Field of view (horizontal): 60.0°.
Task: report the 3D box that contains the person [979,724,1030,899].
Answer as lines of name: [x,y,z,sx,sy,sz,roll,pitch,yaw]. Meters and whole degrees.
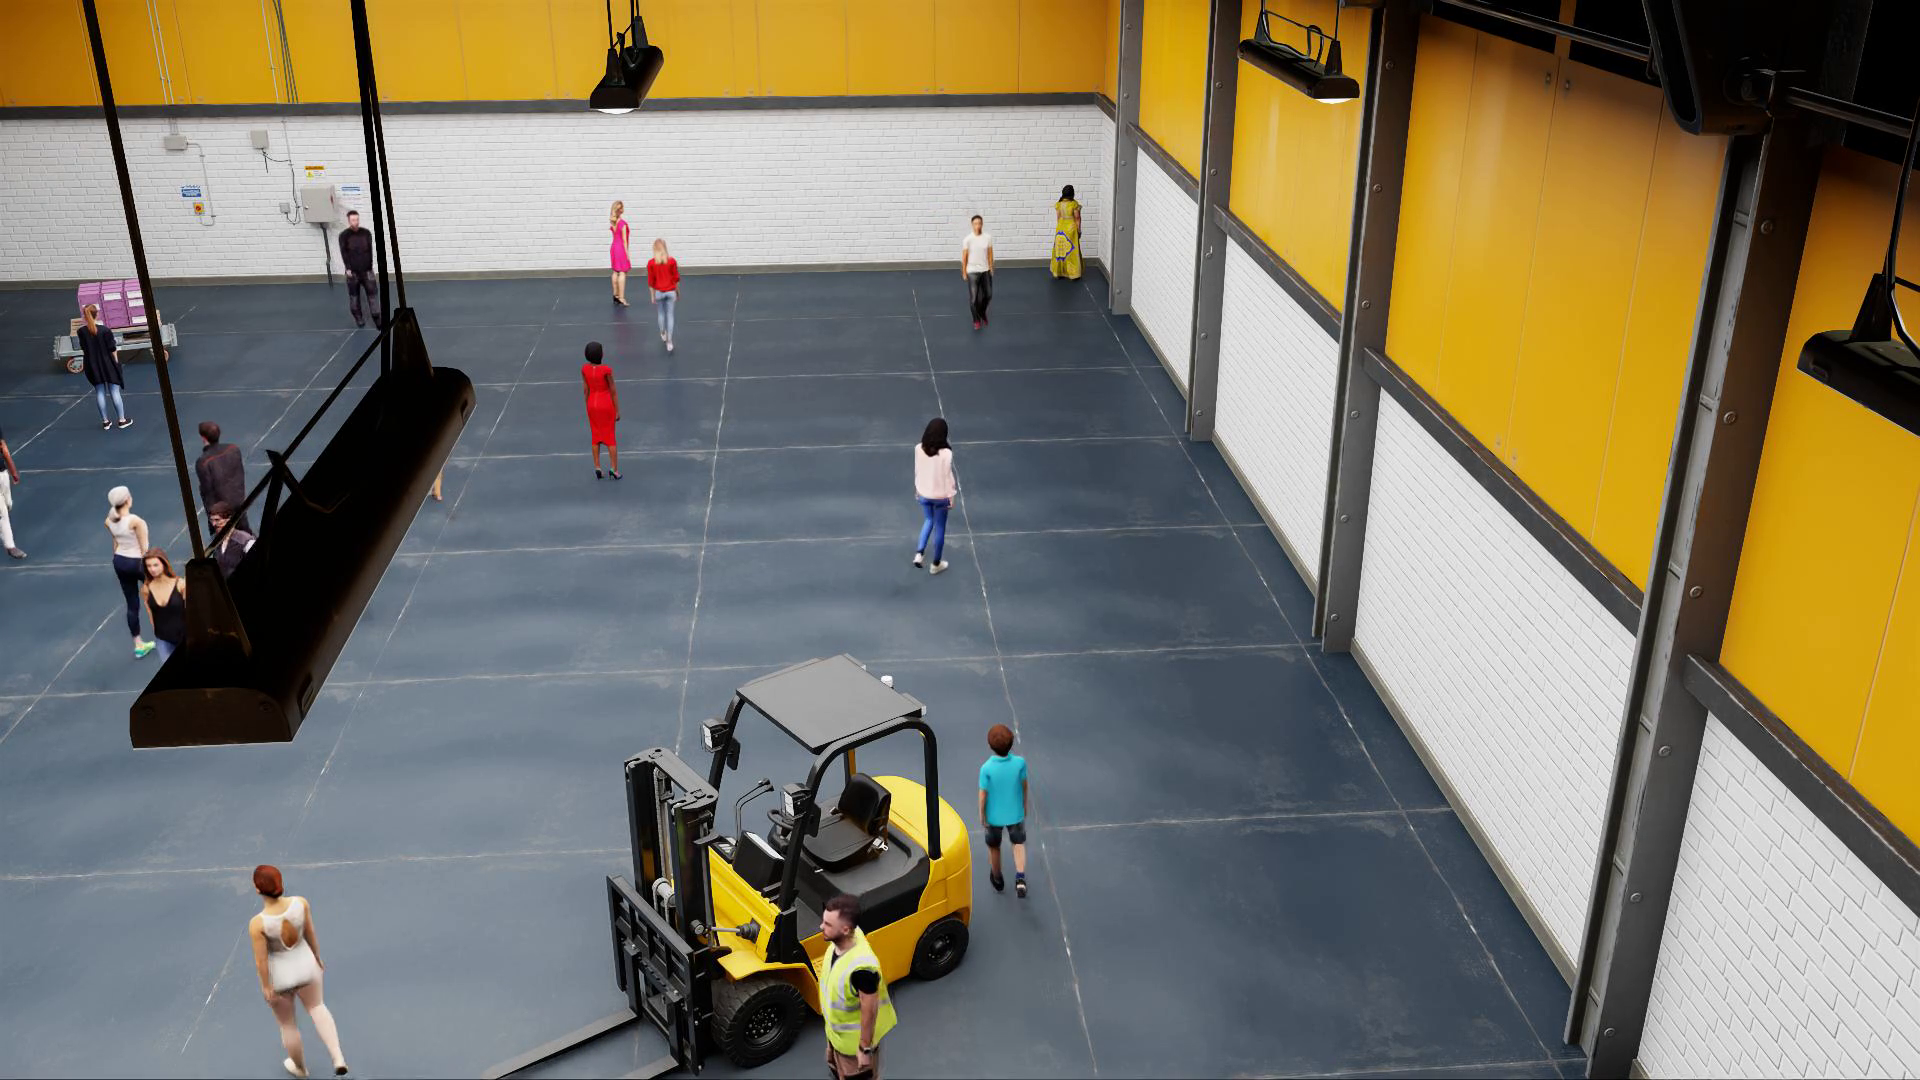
person: [0.351,2.034,12.295,0.596,1.442,0.770,-6,24,-12]

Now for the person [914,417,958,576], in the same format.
person: [-0.324,-0.426,17.531,0.849,1.755,0.910,15,28,30]

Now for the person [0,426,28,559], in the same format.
person: [-10.606,-0.698,18.122,1.088,1.781,1.155,11,26,24]

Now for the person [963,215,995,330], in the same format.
person: [0.280,-4.245,26.217,0.706,1.796,0.686,-5,24,-12]

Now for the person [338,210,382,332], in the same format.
person: [-9.450,-4.220,26.078,1.064,1.862,1.290,-15,28,-30]

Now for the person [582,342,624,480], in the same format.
person: [-4.346,-1.561,20.142,0.627,1.743,0.600,6,24,13]

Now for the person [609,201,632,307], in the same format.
person: [-5.626,-4.736,27.439,0.730,1.716,0.646,-18,29,-35]

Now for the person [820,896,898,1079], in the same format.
person: [-0.630,2.864,9.892,0.945,1.845,0.797,-13,27,-28]

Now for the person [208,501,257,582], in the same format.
person: [-6.576,0.482,15.359,0.884,1.832,1.029,7,24,15]

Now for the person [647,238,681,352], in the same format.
person: [-4.425,-3.667,25.058,0.626,1.664,1.044,-3,24,-7]

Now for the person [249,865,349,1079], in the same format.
person: [-4.142,2.753,10.414,0.893,1.631,0.819,21,31,39]

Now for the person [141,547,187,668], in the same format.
person: [-6.910,0.830,14.746,0.690,1.684,1.107,-5,24,-11]

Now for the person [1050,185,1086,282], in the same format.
person: [1.883,-5.352,28.919,1.000,1.660,1.036,15,28,31]

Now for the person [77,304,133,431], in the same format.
person: [-11.278,-2.282,21.865,0.624,1.684,0.548,-3,24,-6]

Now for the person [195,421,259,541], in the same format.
person: [-7.560,-0.354,17.292,1.147,1.814,1.150,13,27,27]
